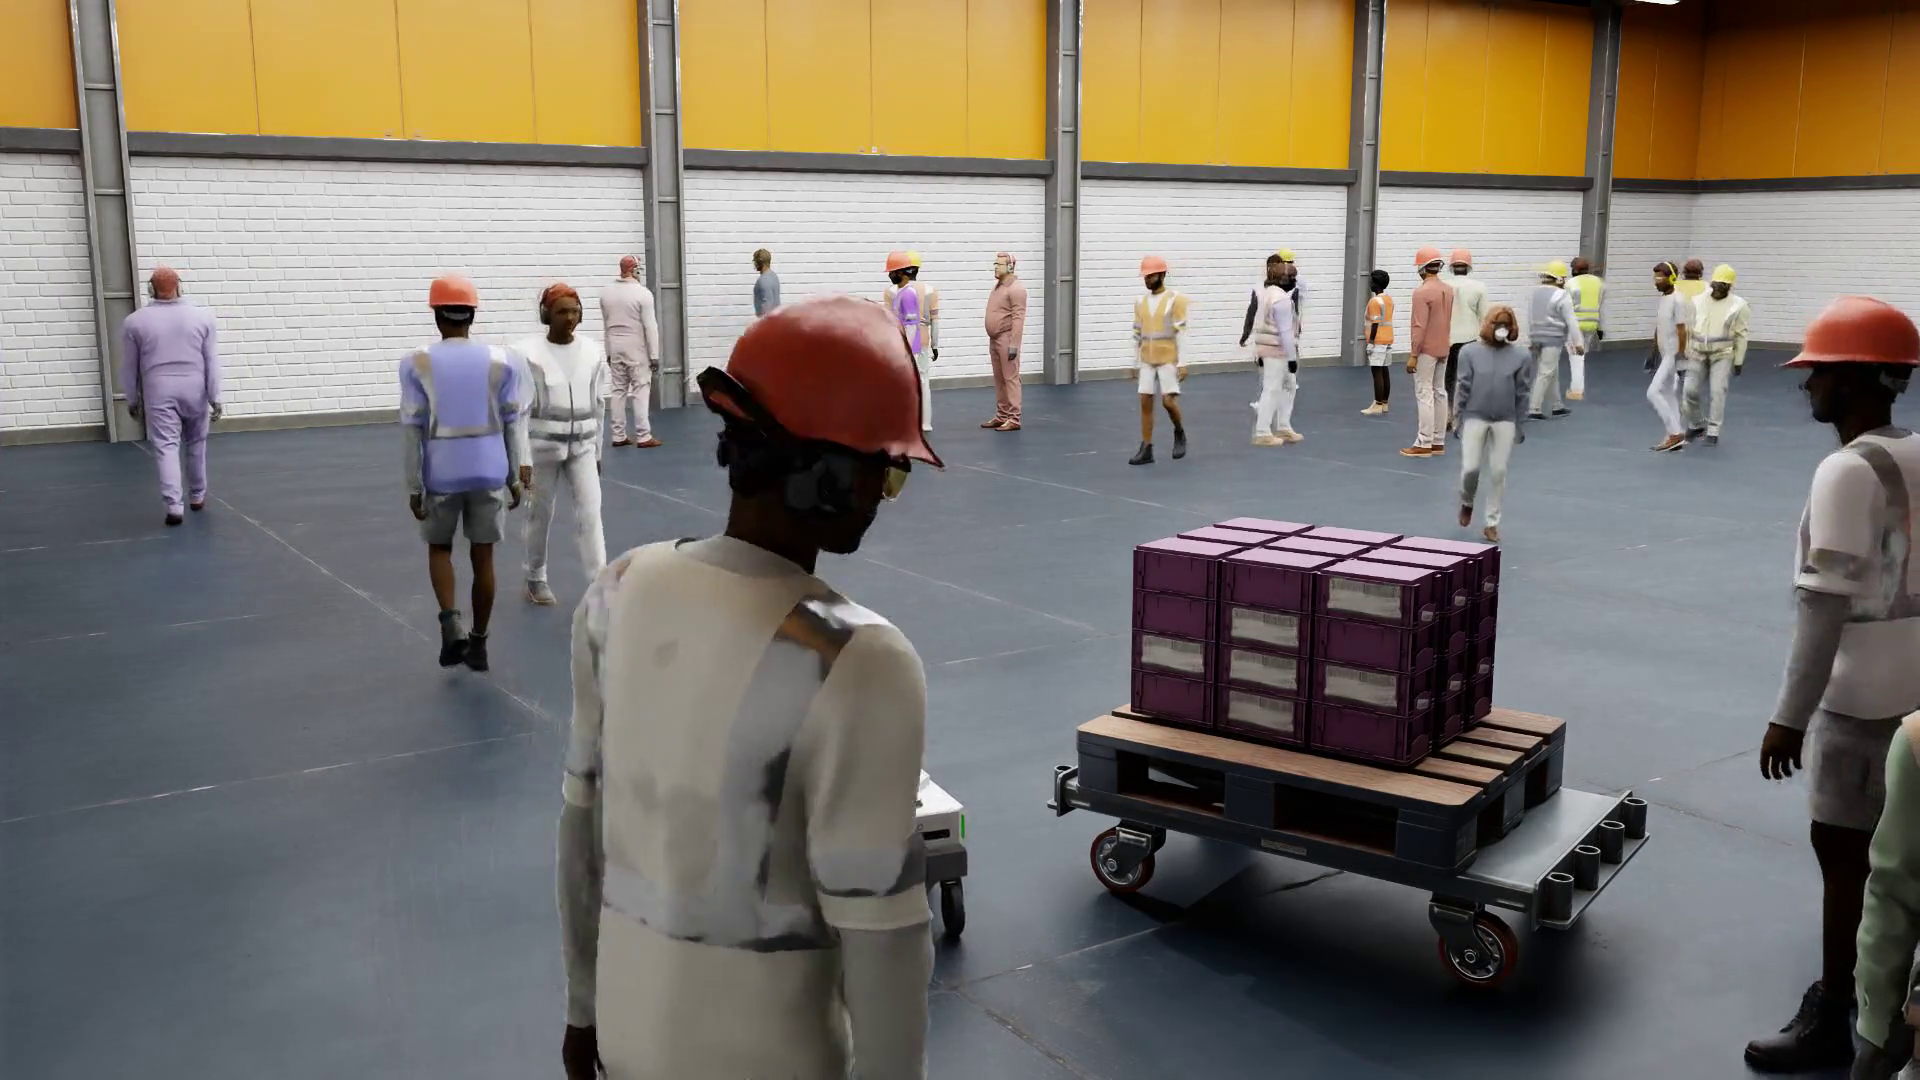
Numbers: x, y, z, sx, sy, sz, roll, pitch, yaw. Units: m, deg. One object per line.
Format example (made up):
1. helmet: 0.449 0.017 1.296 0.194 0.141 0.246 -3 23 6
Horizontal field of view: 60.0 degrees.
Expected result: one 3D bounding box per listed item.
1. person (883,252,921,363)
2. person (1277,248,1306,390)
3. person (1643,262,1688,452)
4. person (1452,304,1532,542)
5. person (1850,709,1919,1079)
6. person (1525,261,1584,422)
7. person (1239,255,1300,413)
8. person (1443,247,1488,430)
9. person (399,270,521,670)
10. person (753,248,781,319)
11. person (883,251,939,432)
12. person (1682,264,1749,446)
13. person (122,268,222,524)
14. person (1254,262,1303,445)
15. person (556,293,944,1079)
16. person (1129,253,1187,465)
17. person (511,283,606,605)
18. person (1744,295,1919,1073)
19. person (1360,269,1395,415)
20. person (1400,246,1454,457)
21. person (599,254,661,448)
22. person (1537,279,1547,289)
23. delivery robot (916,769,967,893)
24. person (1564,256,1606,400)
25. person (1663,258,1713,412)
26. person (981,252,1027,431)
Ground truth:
1. person: -0.576 -1.891 16.549 0.374 1.928 0.542 -1 10 -7
2. person: 4.415 -2.983 22.544 0.383 1.922 0.593 -6 12 -29
3. person: 6.866 -1.770 16.129 0.451 1.837 0.511 2 11 12
4. person: 3.645 -0.810 11.432 0.508 1.621 0.410 2 10 9
5. person: 1.637 0.810 2.533 0.513 1.641 0.307 4 11 23
6. person: 6.754 -2.231 18.759 0.832 1.796 0.594 -3 11 -18
7. person: 3.657 -2.414 19.603 0.612 1.863 1.020 10 14 44
8. person: 5.390 -2.187 18.072 0.600 1.967 0.929 7 12 34
9. person: -2.355 -0.309 7.896 0.546 1.920 0.462 -4 11 -22
10. person: -2.374 -2.611 20.476 0.371 1.936 0.629 0 10 2
11. person: -0.523 -2.101 17.701 0.594 1.924 0.383 -1 10 -8
12. person: 7.517 -1.850 16.638 0.627 1.814 0.468 9 14 41
13. person: -5.808 -1.068 12.281 0.648 1.849 1.031 -5 12 -28
14. person: 3.260 -1.845 16.593 0.682 1.817 0.667 -1 10 -3
15. person: -0.311 0.682 2.233 0.674 2.016 0.606 10 14 42
16. person: 1.818 -1.646 15.207 0.603 1.923 0.553 9 13 39
17. person: -2.191 -0.486 9.132 0.591 1.828 1.028 -7 12 -34
18. person: 2.208 0.372 4.148 0.448 1.935 0.681 10 14 42
19. person: 4.892 -2.305 19.448 0.322 1.697 0.531 7 13 34
20. person: 4.424 -1.777 15.747 0.613 1.991 0.391 -10 14 -43
21. person: -3.233 -1.855 16.433 0.642 1.904 0.401 5 12 27
22. person: 8.364 -3.042 23.500 0.508 1.690 0.920 2 11 12
23. delivery robot: -0.248 0.831 5.133 0.477 0.478 0.707 -4 11 -22
24. person: 7.870 -2.716 21.352 0.666 1.818 0.679 -3 11 -17
25. person: 8.644 -2.421 19.739 0.632 1.824 0.508 5 12 26
26. person: 0.464 -2.130 17.906 0.407 1.913 0.641 -4 11 -22
